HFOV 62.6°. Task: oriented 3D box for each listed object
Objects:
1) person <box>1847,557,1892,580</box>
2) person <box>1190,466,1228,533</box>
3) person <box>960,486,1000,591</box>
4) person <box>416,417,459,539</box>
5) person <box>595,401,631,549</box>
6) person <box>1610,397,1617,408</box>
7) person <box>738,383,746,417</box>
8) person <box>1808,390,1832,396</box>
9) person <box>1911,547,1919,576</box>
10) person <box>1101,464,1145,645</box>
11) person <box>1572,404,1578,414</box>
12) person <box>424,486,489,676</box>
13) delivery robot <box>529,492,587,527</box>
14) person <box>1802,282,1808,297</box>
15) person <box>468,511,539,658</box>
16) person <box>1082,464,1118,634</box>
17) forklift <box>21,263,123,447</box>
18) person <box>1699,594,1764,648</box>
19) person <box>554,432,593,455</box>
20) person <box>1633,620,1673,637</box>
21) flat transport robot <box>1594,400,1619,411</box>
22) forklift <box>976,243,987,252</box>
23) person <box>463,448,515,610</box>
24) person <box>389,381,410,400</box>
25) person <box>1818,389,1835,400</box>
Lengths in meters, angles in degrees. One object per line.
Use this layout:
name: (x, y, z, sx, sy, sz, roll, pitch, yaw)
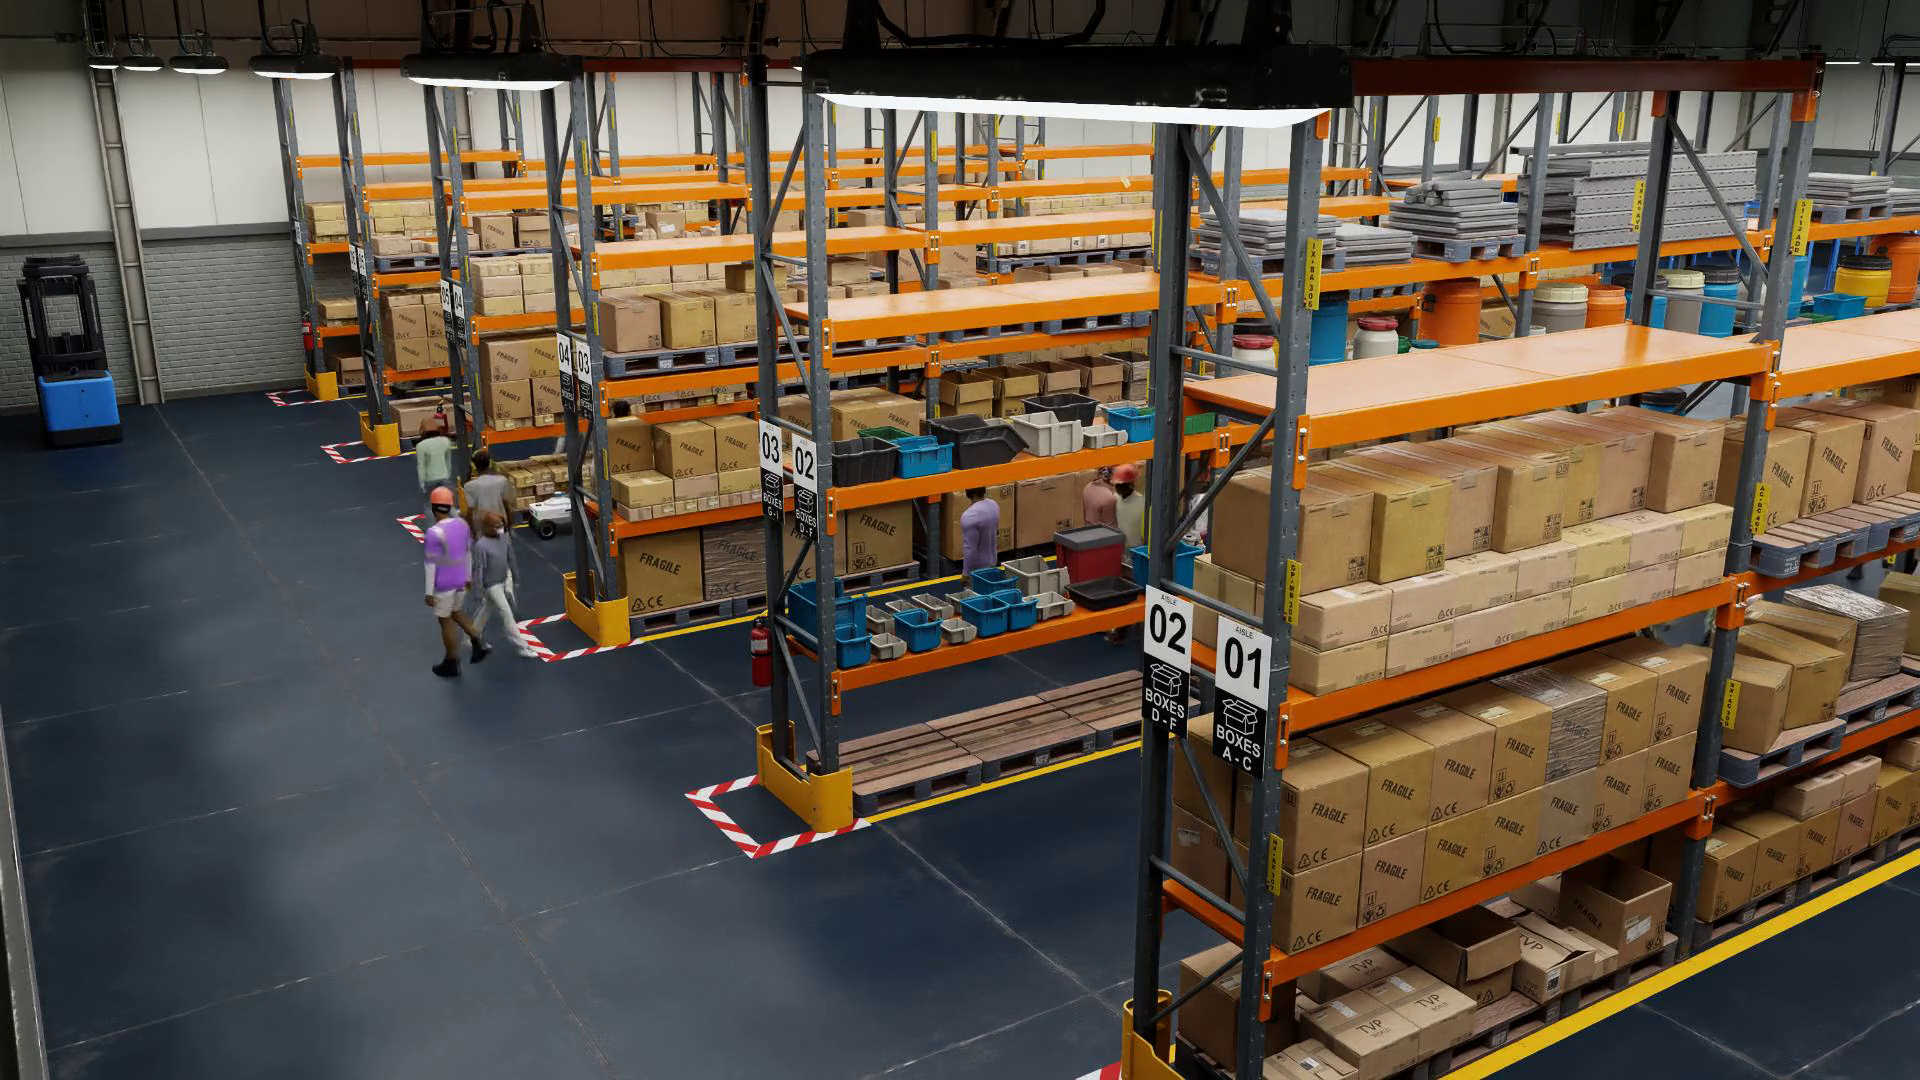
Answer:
person: (10.972, -0.495, 18.787, 0.777, 1.920, 0.542, -14, 22, -39)
person: (2.722, 0.111, 16.864, 1.023, 1.879, 0.574, -10, 20, -30)
person: (0.188, 0.264, 16.270, 0.378, 1.937, 0.628, 9, 19, 27)
person: (-6.672, -0.768, 20.210, 0.546, 1.599, 0.512, 15, 22, 40)
person: (-4.243, -0.824, 19.957, 1.018, 1.860, 0.617, -10, 20, -31)
person: (11.420, -2.986, 26.936, 0.584, 1.927, 0.506, 3, 17, 8)
person: (-3.605, -2.319, 24.978, 0.886, 1.804, 0.606, -12, 21, -35)
person: (15.885, -3.542, 28.806, 0.782, 1.900, 0.600, -14, 22, -37)
person: (9.600, 0.553, 15.531, 0.553, 1.810, 0.994, 9, 19, 27)
person: (1.813, 0.115, 16.791, 1.013, 1.921, 0.630, -14, 22, -38)
person: (10.766, -3.053, 27.184, 0.480, 1.916, 0.557, -14, 22, -38)
person: (-5.086, 0.420, 15.785, 0.488, 1.917, 0.589, 6, 18, 20)
delivery robot: (-5.246, -0.391, 20.649, 0.707, 0.478, 0.477, -8, 19, -26)
person: (16.904, -4.416, 31.936, 0.531, 1.748, 0.722, 16, 23, 42)
person: (-4.797, 0.439, 16.310, 0.870, 1.580, 0.548, 5, 18, 16)
person: (1.559, 0.052, 17.024, 0.403, 1.904, 0.637, -6, 18, -18)
forklift: (-14.518, -3.079, 25.708, 1.129, 2.768, 1.873, -10, 20, -31)
person: (7.078, 0.961, 14.527, 0.550, 1.641, 0.537, -7, 18, -22)
person: (-5.765, -1.894, 23.528, 0.593, 1.836, 0.976, 14, 22, 39)
person: (6.547, 0.629, 15.265, 0.872, 1.812, 0.644, -4, 17, -12)
flat transport robot: (11.810, -2.330, 27.652, 1.431, 0.197, 0.652, -13, 21, -36)
forklift: (0.988, -5.474, 34.718, 1.214, 2.155, 2.313, -10, 20, -31)
person: (-5.228, -0.104, 17.627, 0.529, 1.849, 0.674, -9, 19, -27)
person: (-9.362, -2.882, 26.421, 0.471, 2.028, 0.623, -12, 21, -34)
person: (15.305, -3.170, 27.507, 0.601, 1.948, 0.386, -2, 17, -5)
